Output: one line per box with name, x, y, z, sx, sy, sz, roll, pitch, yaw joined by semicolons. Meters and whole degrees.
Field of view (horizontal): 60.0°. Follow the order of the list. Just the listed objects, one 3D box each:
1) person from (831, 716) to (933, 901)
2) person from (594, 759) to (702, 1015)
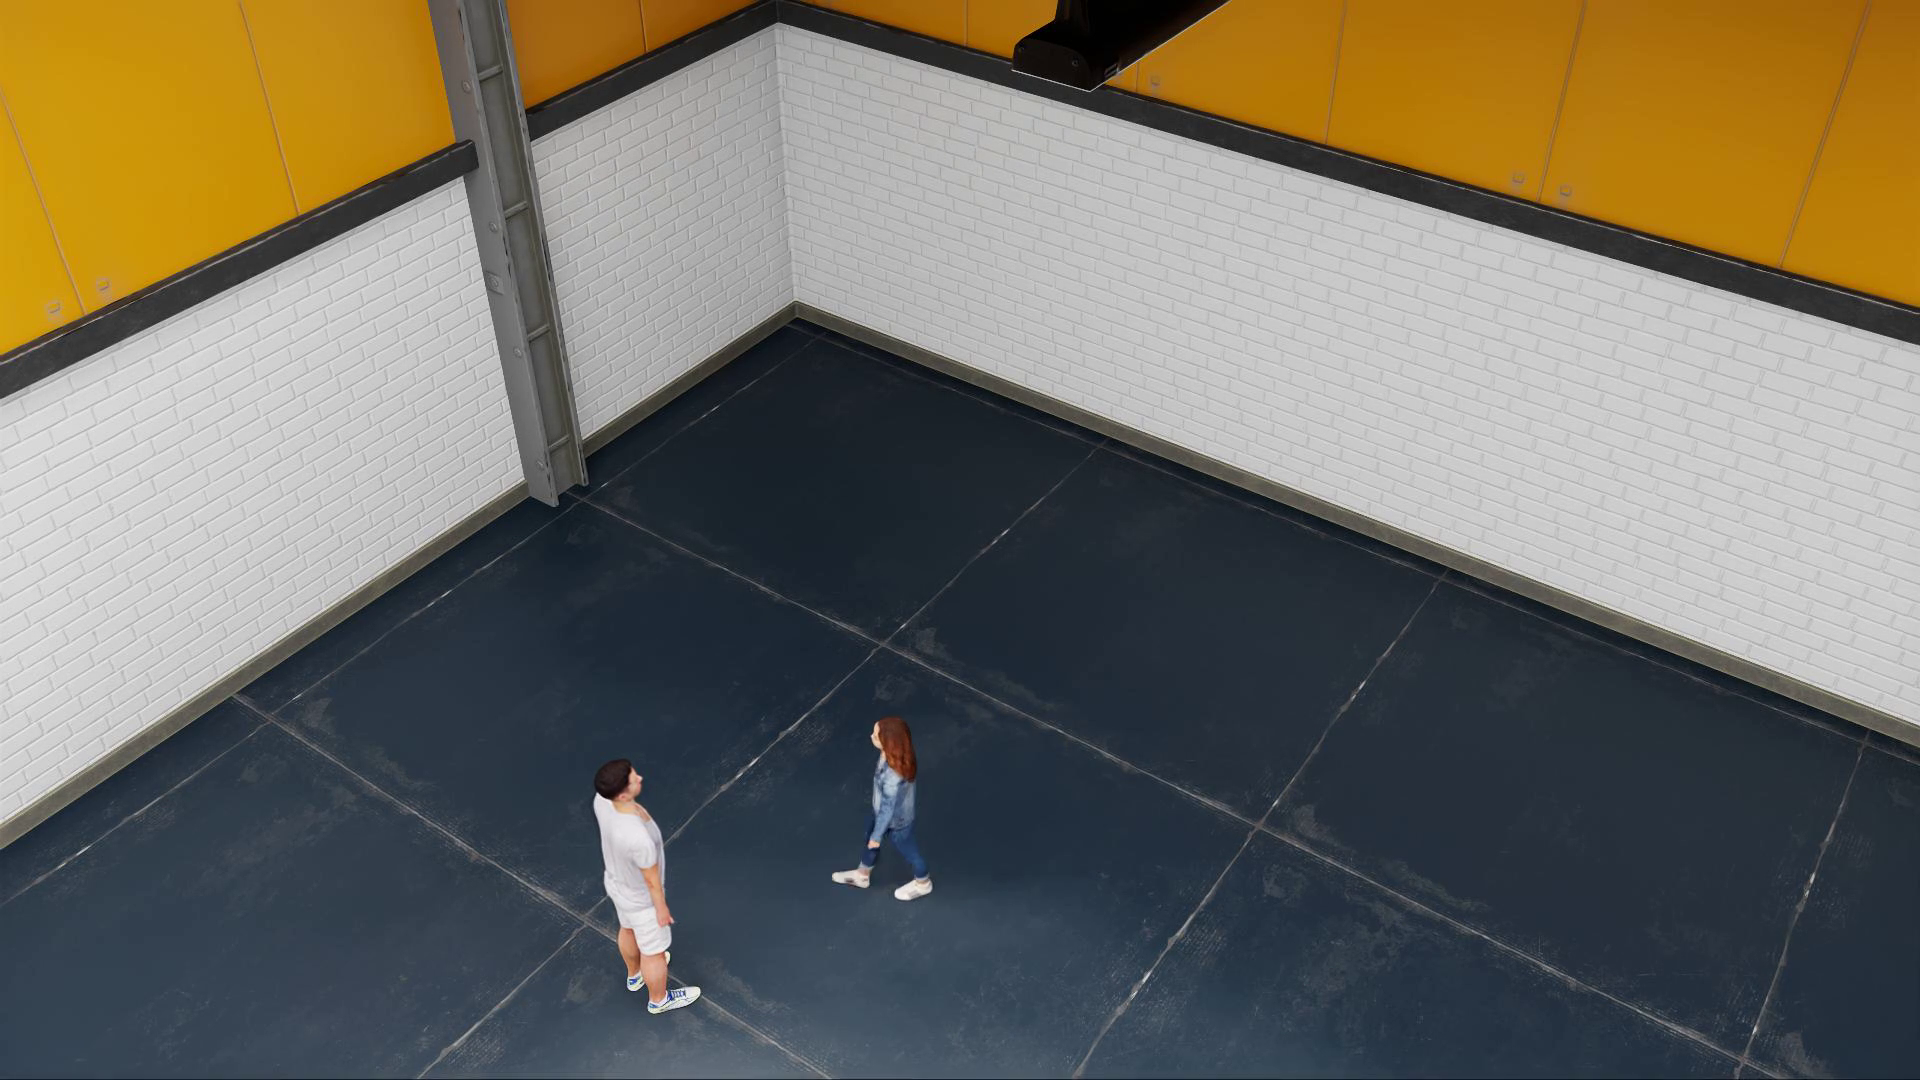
person;-0.305;1.589;9.720;0.928;1.459;0.878;-6;39;-7
person;-1.762;1.873;9.048;0.685;1.855;0.742;-26;45;-28
